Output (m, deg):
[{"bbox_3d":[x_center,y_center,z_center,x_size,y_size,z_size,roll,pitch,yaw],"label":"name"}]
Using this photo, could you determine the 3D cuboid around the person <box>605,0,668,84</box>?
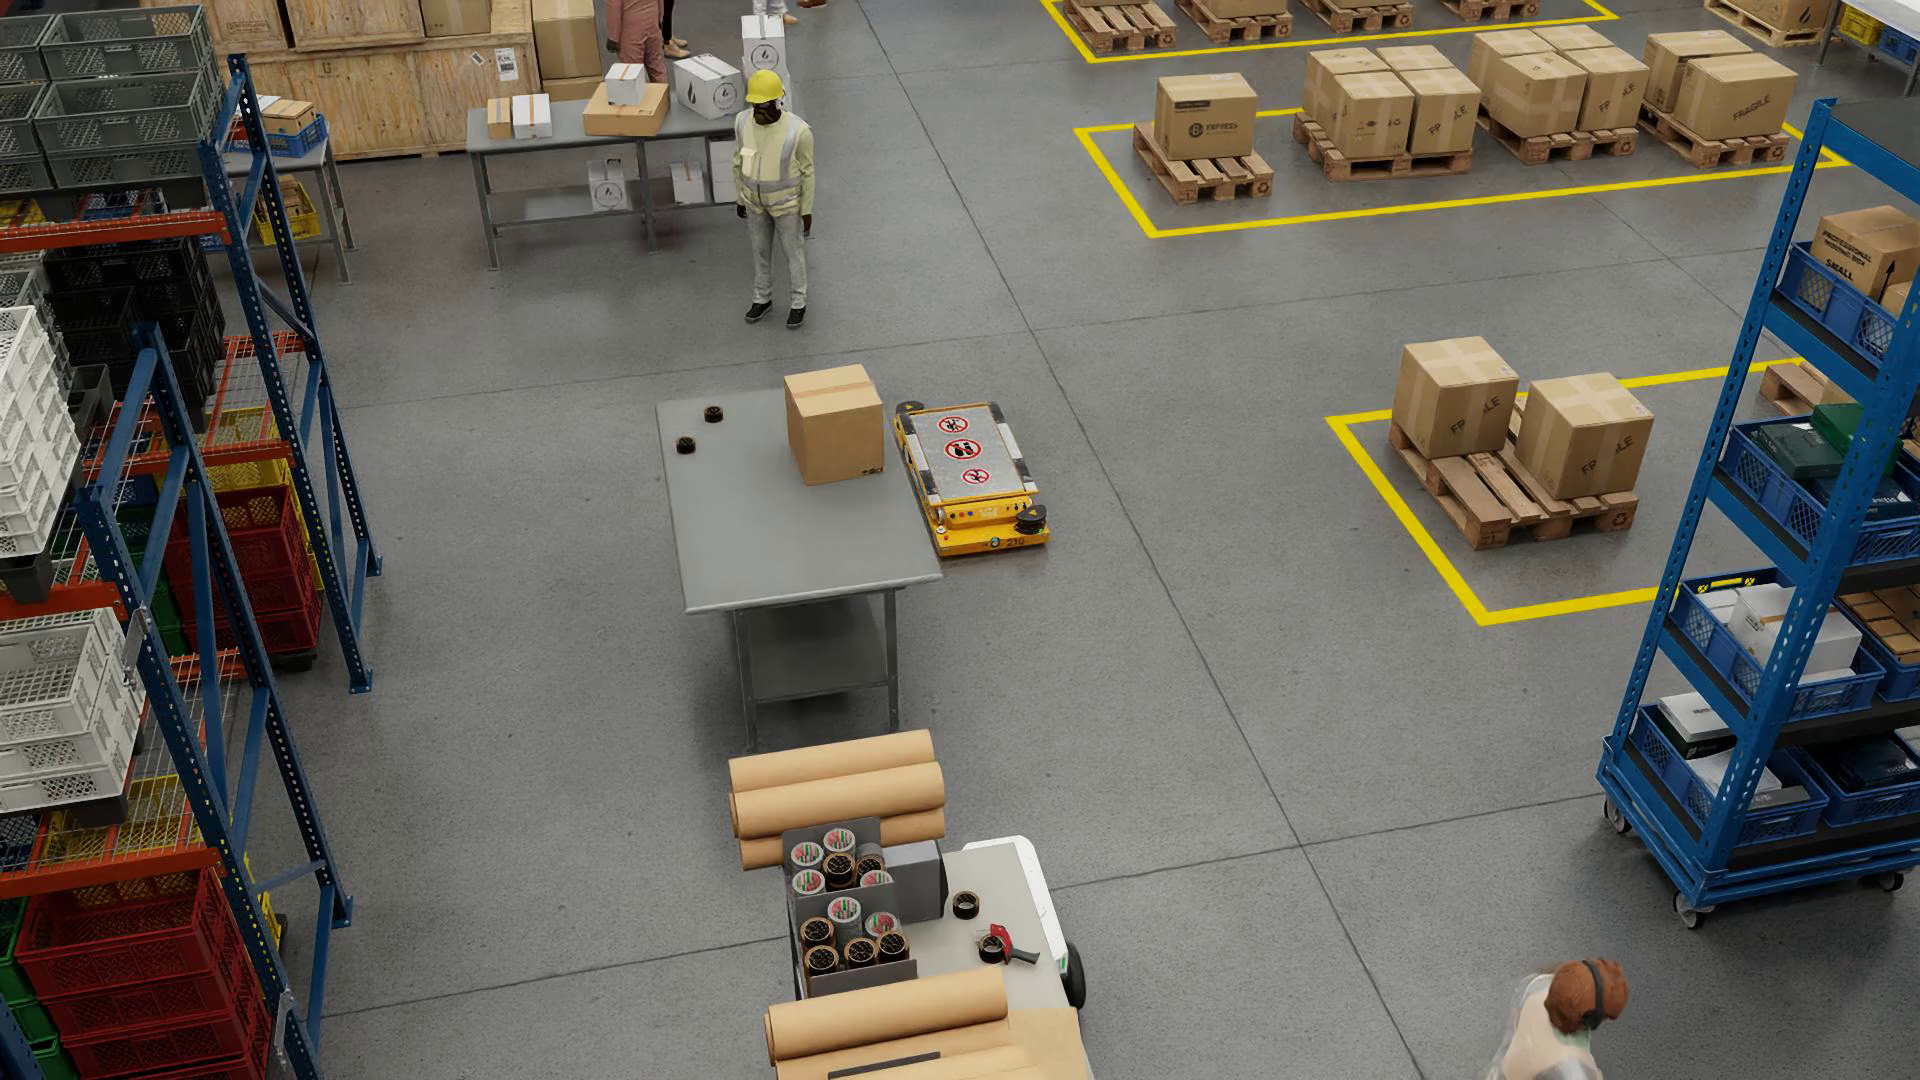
[{"bbox_3d":[-2.749,-4.343,14.005,0.410,1.912,0.641,22,42,27],"label":"person"}]

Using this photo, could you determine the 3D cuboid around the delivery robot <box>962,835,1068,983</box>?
[{"bbox_3d":[0.218,1.590,7.081,0.477,0.478,0.707,-7,37,-9],"label":"delivery robot"}]

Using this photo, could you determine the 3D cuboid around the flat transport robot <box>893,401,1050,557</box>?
[{"bbox_3d":[0.046,-0.430,10.108,0.652,0.197,1.431,-8,37,-10],"label":"flat transport robot"}]

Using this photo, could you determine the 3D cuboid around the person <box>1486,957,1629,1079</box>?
[{"bbox_3d":[1.872,2.006,5.713,0.503,1.624,0.527,0,37,1],"label":"person"}]

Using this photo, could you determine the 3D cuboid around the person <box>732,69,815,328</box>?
[{"bbox_3d":[-1.276,-2.317,11.344,0.589,1.834,0.403,12,38,15],"label":"person"}]

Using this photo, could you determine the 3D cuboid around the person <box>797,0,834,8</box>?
[{"bbox_3d":[-1.502,-6.303,16.688,0.337,1.854,0.527,11,38,14],"label":"person"}]

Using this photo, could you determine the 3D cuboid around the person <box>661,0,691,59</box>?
[{"bbox_3d":[-2.749,-5.405,15.607,0.319,1.695,0.538,-6,37,-8],"label":"person"}]

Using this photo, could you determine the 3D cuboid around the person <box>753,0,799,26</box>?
[{"bbox_3d":[-1.827,-5.866,16.121,0.430,1.836,0.619,22,42,26],"label":"person"}]
